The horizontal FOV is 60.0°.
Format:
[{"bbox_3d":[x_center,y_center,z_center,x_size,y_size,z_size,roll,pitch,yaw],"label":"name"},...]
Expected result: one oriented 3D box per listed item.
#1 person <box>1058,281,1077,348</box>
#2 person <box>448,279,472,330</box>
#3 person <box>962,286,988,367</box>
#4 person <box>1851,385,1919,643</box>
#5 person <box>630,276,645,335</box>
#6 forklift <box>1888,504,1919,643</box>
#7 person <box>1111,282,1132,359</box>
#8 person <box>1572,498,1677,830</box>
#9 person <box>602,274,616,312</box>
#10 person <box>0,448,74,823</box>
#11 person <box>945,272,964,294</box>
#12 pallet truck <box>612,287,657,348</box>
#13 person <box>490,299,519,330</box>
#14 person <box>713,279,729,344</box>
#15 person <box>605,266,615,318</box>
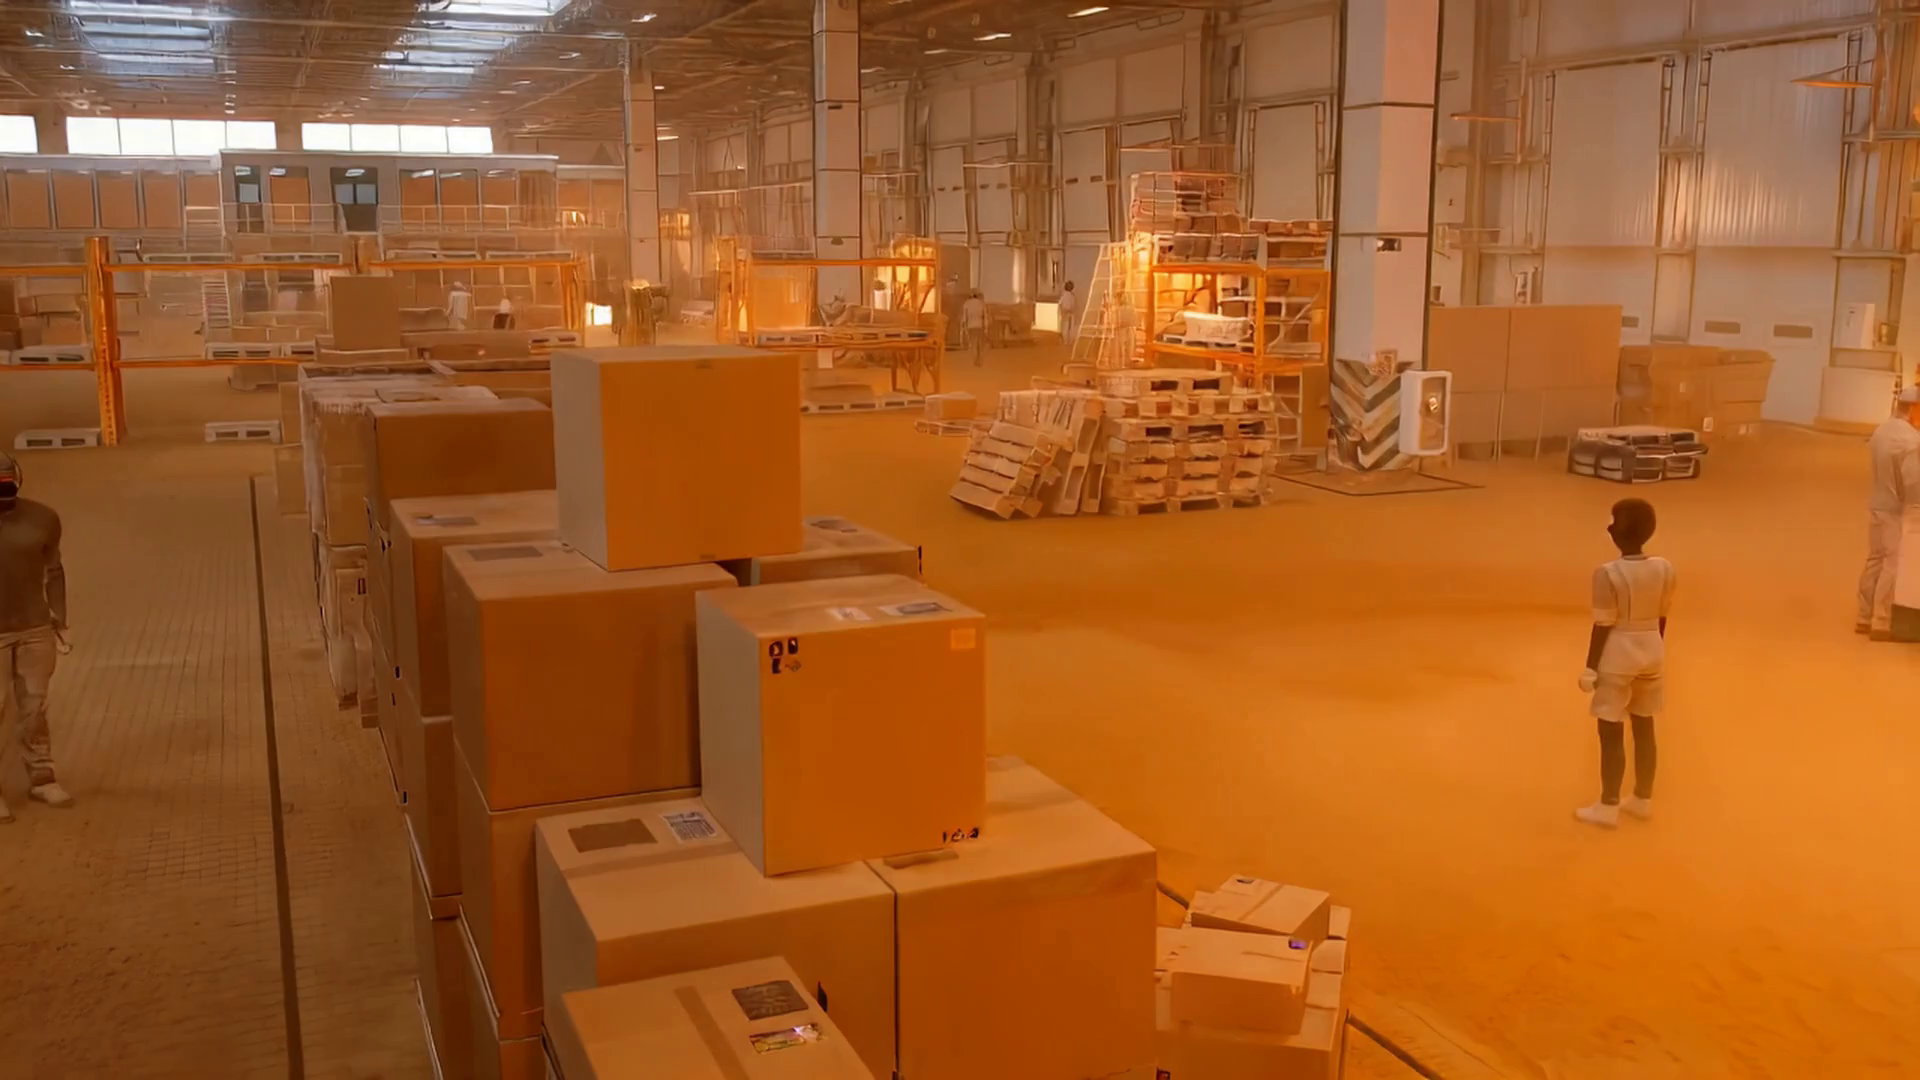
[{"bbox_3d":[2.988,-6.187,45.647,0.631,1.842,0.428,-9,14,-40],"label":"person"},{"bbox_3d":[-13.252,-5.962,44.196,0.649,1.920,0.645,10,14,43],"label":"person"},{"bbox_3d":[0.332,-5.018,39.124,0.595,1.875,0.953,-2,10,-11],"label":"person"},{"bbox_3d":[6.953,-0.191,12.374,0.367,1.926,0.639,1,10,4],"label":"person"},{"bbox_3d":[-10.060,-7.308,51.871,0.431,1.836,0.619,2,10,10],"label":"person"},{"bbox_3d":[7.917,-0.604,12.013,1.873,2.768,1.129,-4,11,-23],"label":"forklift"},{"bbox_3d":[4.043,-5.482,41.549,0.541,1.916,0.594,-6,12,-29],"label":"person"},{"bbox_3d":[3.384,0.630,8.474,0.529,1.697,0.321,-5,11,-26],"label":"person"},{"bbox_3d":[-14.182,-10.110,67.197,0.611,1.867,0.426,-5,11,-23],"label":"person"},{"bbox_3d":[-4.929,0.481,8.631,0.369,1.938,0.630,7,13,35],"label":"person"},{"bbox_3d":[-0.134,-7.330,51.661,0.644,1.937,1.016,-3,11,-15],"label":"person"},{"bbox_3d":[-6.464,-4.406,35.401,0.823,1.965,1.885,6,12,32],"label":"pallet truck"},{"bbox_3d":[-8.427,-3.571,31.133,0.624,1.867,0.519,4,11,22],"label":"person"},{"bbox_3d":[-6.675,-6.359,46.558,0.548,1.857,0.477,5,11,25],"label":"person"},{"bbox_3d":[-13.271,-9.397,63.074,0.356,1.938,0.545,-2,10,-9],"label":"person"}]
